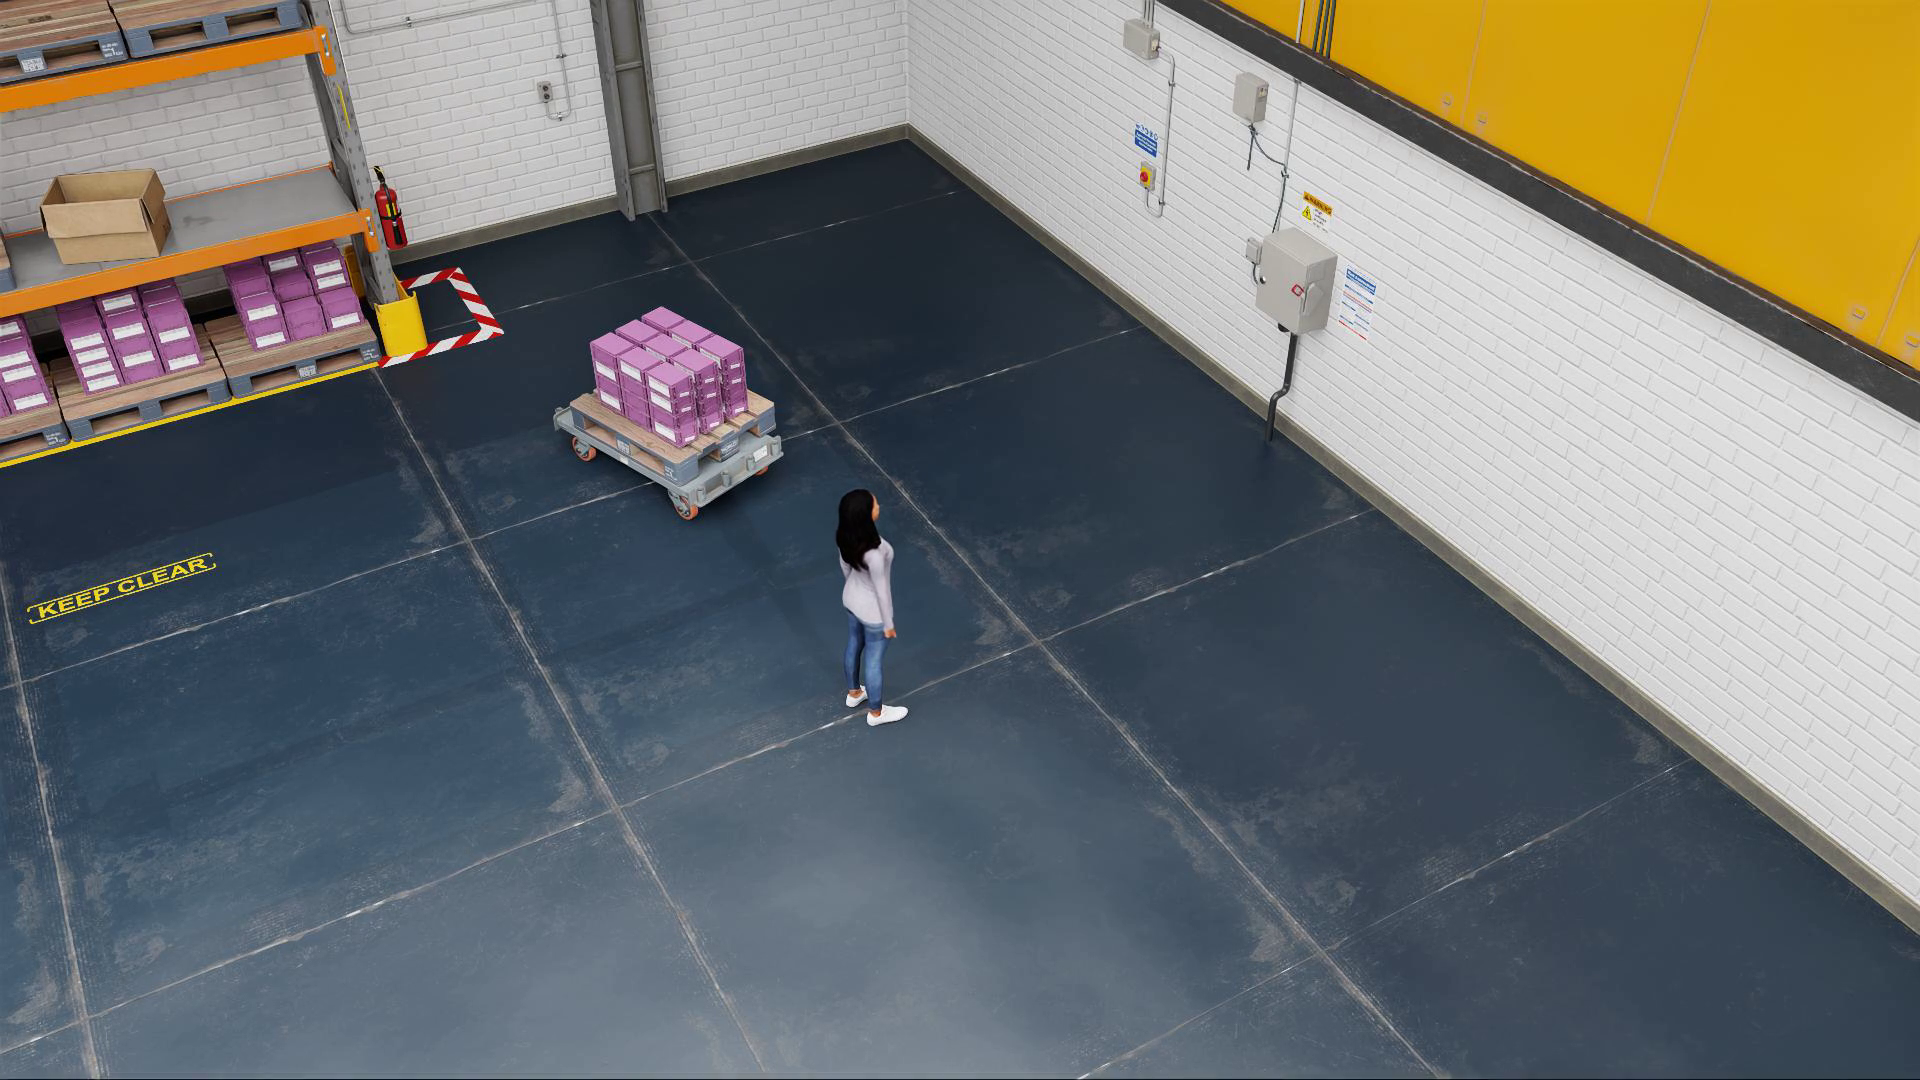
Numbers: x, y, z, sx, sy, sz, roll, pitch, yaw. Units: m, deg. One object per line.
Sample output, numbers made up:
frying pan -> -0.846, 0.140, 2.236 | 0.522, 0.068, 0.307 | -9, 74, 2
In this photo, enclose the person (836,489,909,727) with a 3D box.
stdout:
person -> -0.583, 0.410, 10.177 | 0.553, 1.736, 0.623 | -24, 45, -27
